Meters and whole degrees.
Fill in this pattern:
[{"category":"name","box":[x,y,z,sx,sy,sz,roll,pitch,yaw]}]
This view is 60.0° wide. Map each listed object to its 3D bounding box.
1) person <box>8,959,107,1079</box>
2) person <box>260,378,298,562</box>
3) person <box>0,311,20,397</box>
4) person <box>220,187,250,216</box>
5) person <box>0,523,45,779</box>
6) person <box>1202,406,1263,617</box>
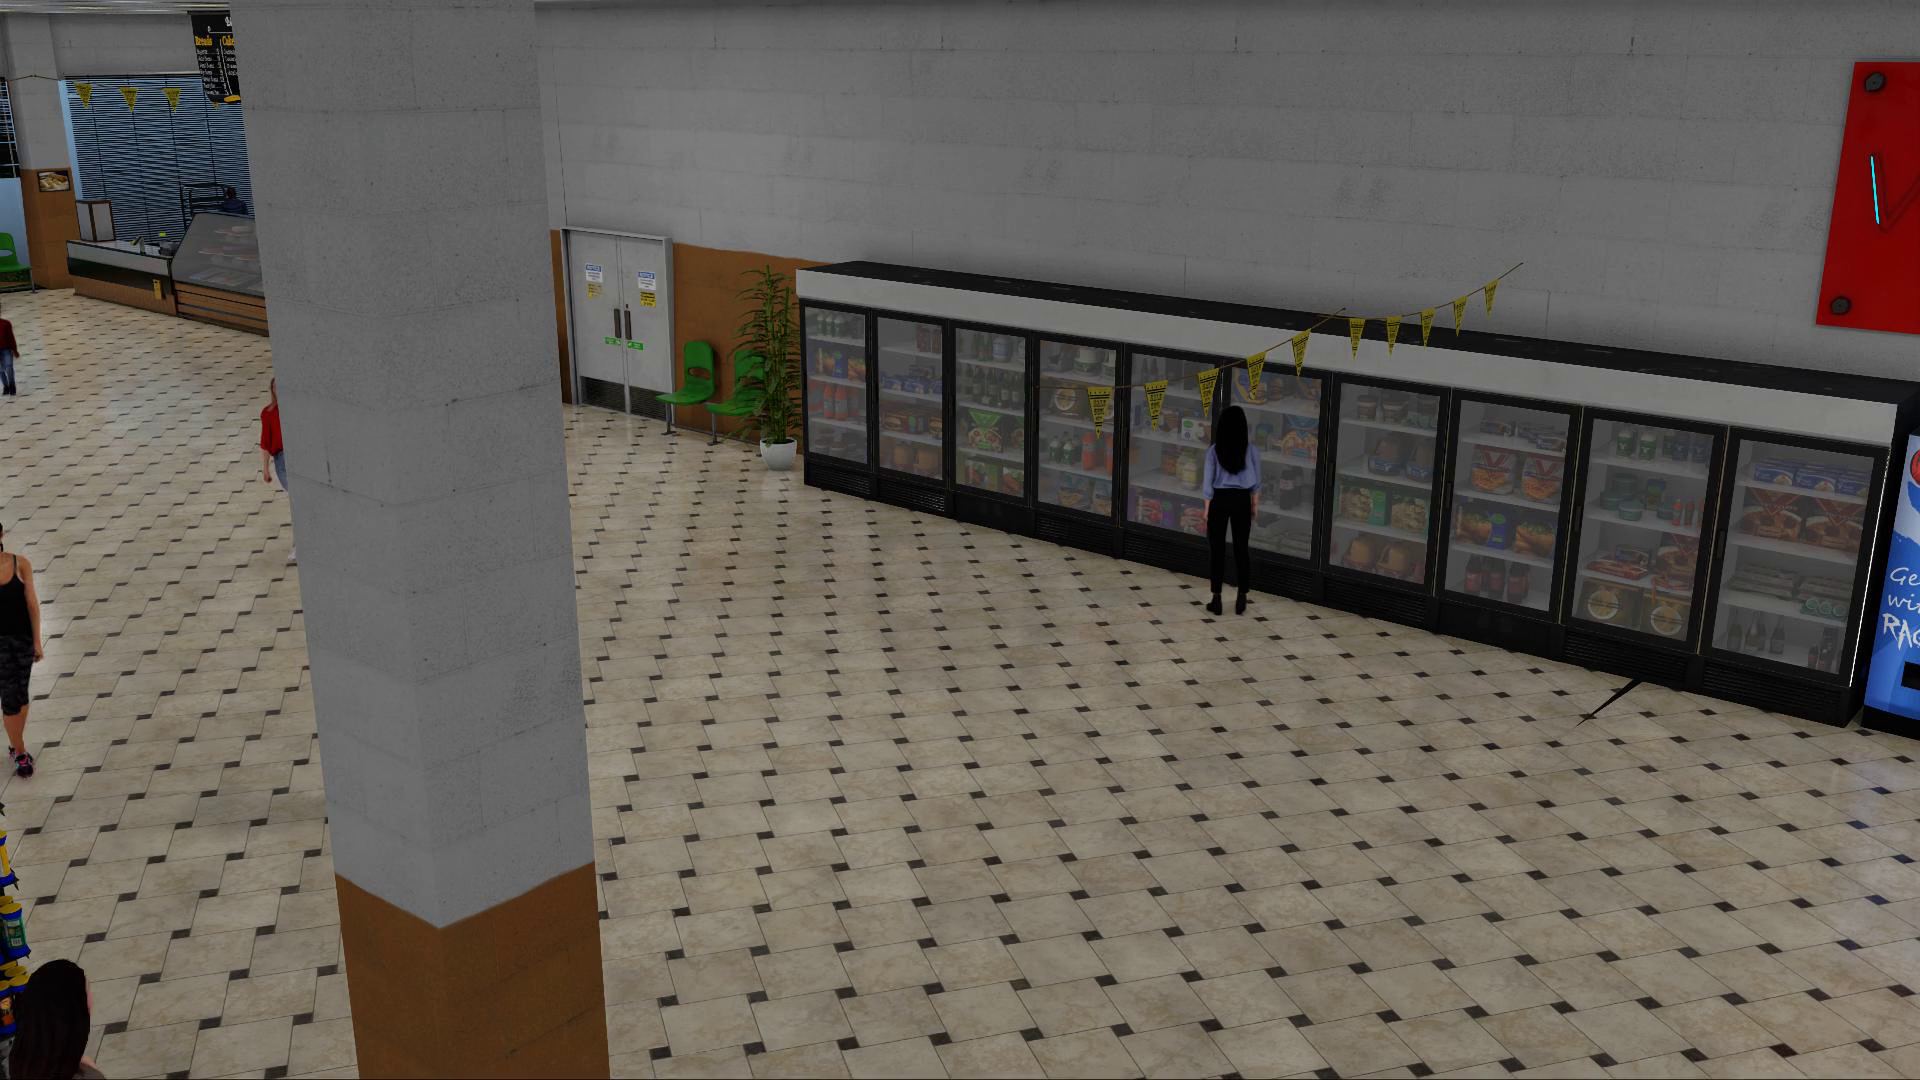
[{"category":"person","box":[-2.975,2.221,5.550,0.574,1.742,0.622,-14,22,-39]},{"category":"person","box":[-6.111,-0.688,15.264,1.130,1.663,1.172,-2,17,-6]},{"category":"person","box":[-12.717,-2.541,22.088,0.676,1.245,0.733,-4,17,-13]},{"category":"person","box":[-14.046,-5.944,32.297,0.675,1.824,0.811,-9,19,-28]},{"category":"person","box":[-6.184,0.650,10.782,0.735,1.707,0.684,-14,22,-38]},{"category":"person","box":[2.214,-0.242,13.656,0.724,1.744,0.780,-1,17,-4]}]
